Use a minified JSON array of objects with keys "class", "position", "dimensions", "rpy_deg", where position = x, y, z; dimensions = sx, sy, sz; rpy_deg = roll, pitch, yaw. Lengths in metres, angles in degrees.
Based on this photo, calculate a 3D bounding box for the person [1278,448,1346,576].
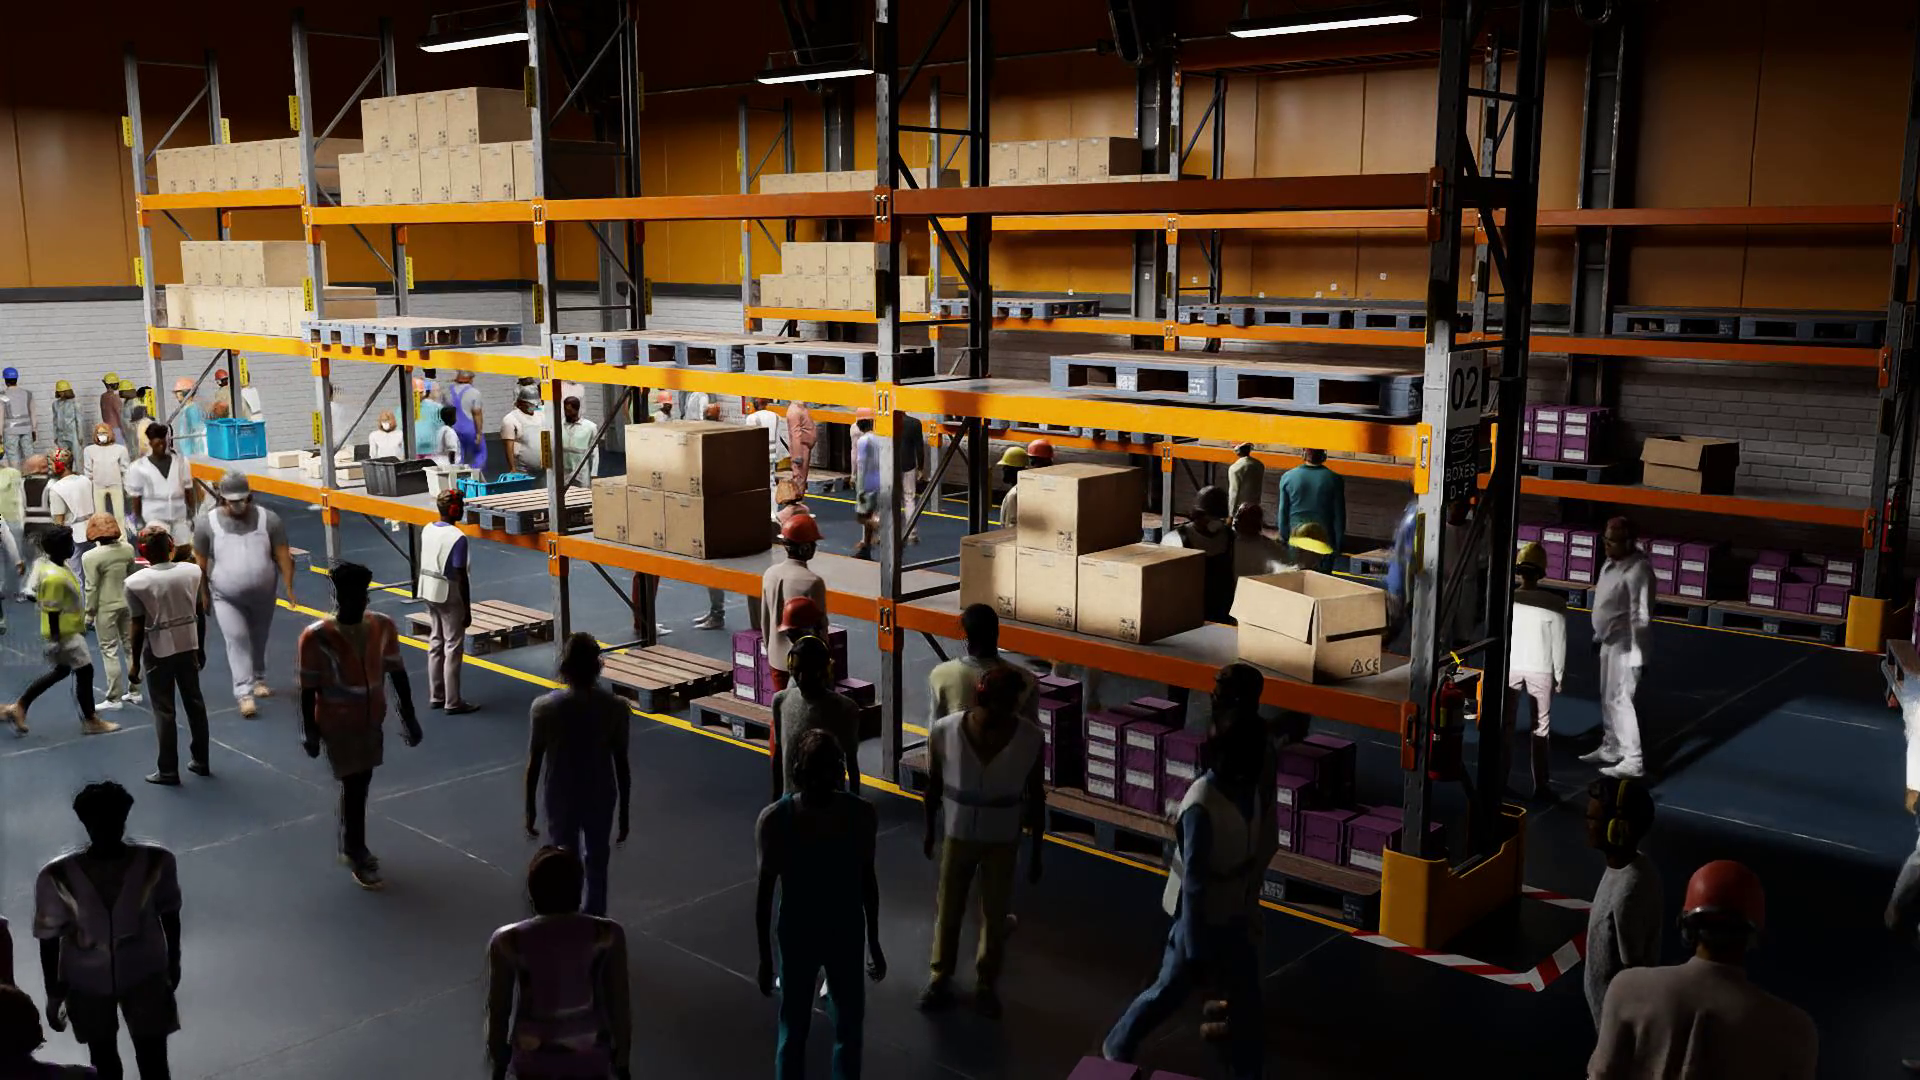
[{"class":"person","position":[3.454,-0.041,16.307],"dimensions":[0.652,1.904,0.402],"rpy_deg":[4,11,22]}]

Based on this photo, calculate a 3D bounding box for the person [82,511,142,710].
[{"class":"person","position":[-6.932,0.575,13.585],"dimensions":[0.280,1.636,0.503],"rpy_deg":[3,11,18]}]

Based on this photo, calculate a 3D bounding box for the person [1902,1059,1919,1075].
[{"class":"person","position":[4.446,1.582,7.282],"dimensions":[0.382,1.849,0.571],"rpy_deg":[5,11,24]}]

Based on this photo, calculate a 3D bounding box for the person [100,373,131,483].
[{"class":"person","position":[-13.493,-1.785,26.564],"dimensions":[0.525,1.769,0.310],"rpy_deg":[6,12,32]}]

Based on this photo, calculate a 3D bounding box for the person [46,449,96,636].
[{"class":"person","position":[-8.579,0.027,16.127],"dimensions":[0.394,1.836,0.559],"rpy_deg":[1,10,4]}]

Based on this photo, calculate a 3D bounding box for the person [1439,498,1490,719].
[{"class":"person","position":[3.911,0.474,13.247],"dimensions":[0.599,1.959,0.368],"rpy_deg":[-1,10,-6]}]

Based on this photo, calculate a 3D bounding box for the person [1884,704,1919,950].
[{"class":"person","position":[5.318,1.314,8.823],"dimensions":[0.637,1.840,0.454],"rpy_deg":[1,10,6]}]

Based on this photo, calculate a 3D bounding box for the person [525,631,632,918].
[{"class":"person","position":[-1.940,1.389,8.497],"dimensions":[0.565,1.814,0.833],"rpy_deg":[-3,10,-14]}]

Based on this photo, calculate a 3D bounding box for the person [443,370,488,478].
[{"class":"person","position":[-7.462,-1.689,25.239],"dimensions":[0.699,2.000,0.663],"rpy_deg":[3,11,18]}]

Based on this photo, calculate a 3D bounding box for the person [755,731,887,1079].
[{"class":"person","position":[-0.581,1.670,6.869],"dimensions":[0.545,1.849,0.416],"rpy_deg":[-3,10,-16]}]

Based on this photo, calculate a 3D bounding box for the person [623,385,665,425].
[{"class":"person","position":[-5.225,-2.104,27.587],"dimensions":[0.684,2.000,0.851],"rpy_deg":[-3,11,-17]}]

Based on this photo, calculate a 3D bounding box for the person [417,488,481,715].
[{"class":"person","position":[-4.147,0.503,13.449],"dimensions":[0.560,1.836,0.400],"rpy_deg":[9,13,41]}]

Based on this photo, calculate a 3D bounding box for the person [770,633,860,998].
[{"class":"person","position":[-0.746,1.380,8.414],"dimensions":[0.509,1.860,0.334],"rpy_deg":[4,11,22]}]

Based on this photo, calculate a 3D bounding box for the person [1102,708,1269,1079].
[{"class":"person","position":[1.024,1.600,7.152],"dimensions":[0.990,1.871,0.601],"rpy_deg":[8,13,37]}]

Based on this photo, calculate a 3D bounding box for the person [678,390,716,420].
[{"class":"person","position":[-4.490,-2.198,28.495],"dimensions":[0.643,1.910,0.399],"rpy_deg":[0,10,1]}]

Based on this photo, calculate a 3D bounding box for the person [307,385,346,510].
[{"class":"person","position":[-9.102,-1.323,23.755],"dimensions":[0.711,1.836,0.543],"rpy_deg":[1,10,8]}]

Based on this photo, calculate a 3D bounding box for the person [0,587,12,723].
[{"class":"person","position":[-7.793,0.622,13.145],"dimensions":[0.540,1.695,0.317],"rpy_deg":[2,10,9]}]

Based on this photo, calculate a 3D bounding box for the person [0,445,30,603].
[{"class":"person","position":[-10.160,-0.198,17.614],"dimensions":[0.522,1.762,0.337],"rpy_deg":[0,10,-1]}]

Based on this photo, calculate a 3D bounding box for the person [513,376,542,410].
[{"class":"person","position":[-7.328,-2.060,28.219],"dimensions":[0.493,1.728,0.324],"rpy_deg":[0,10,0]}]

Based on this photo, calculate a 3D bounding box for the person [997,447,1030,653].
[{"class":"person","position":[0.526,0.089,15.499],"dimensions":[0.356,1.930,0.586],"rpy_deg":[2,10,13]}]

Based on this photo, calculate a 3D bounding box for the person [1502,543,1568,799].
[{"class":"person","position":[3.883,0.894,11.409],"dimensions":[0.523,1.769,0.317],"rpy_deg":[5,11,26]}]

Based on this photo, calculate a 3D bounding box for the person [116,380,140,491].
[{"class":"person","position":[-12.726,-1.589,25.540],"dimensions":[0.485,1.737,0.320],"rpy_deg":[10,14,44]}]

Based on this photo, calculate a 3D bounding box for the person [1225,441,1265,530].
[{"class":"person","position":[3.119,-0.329,18.381],"dimensions":[0.562,1.746,0.339],"rpy_deg":[-10,14,-44]}]

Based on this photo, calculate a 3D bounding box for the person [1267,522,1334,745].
[{"class":"person","position":[2.332,0.796,11.563],"dimensions":[0.545,1.907,0.607],"rpy_deg":[9,13,41]}]

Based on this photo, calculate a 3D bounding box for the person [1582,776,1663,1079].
[{"class":"person","position":[2.397,1.779,6.119],"dimensions":[0.323,1.870,0.518],"rpy_deg":[4,11,24]}]

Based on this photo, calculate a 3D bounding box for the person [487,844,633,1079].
[{"class":"person","position":[-1.457,1.920,6.077],"dimensions":[0.519,1.594,0.871],"rpy_deg":[-3,10,-14]}]

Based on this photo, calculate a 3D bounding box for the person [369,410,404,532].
[{"class":"person","position":[-7.575,-0.929,22.140],"dimensions":[0.501,1.620,0.427],"rpy_deg":[-2,10,-11]}]

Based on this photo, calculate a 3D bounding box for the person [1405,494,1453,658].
[{"class":"person","position":[4.036,0.309,14.277],"dimensions":[0.368,1.932,0.625],"rpy_deg":[-5,11,-28]}]

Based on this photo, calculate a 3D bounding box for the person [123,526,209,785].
[{"class":"person","position":[-5.551,0.810,11.686],"dimensions":[0.388,1.838,0.563],"rpy_deg":[7,12,33]}]

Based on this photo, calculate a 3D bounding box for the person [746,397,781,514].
[{"class":"person","position":[-2.638,-1.068,22.200],"dimensions":[0.358,1.879,0.565],"rpy_deg":[9,13,41]}]

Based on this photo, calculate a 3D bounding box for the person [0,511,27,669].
[{"class":"person","position":[-8.792,0.234,14.913],"dimensions":[0.690,1.833,0.945],"rpy_deg":[-3,11,-18]}]

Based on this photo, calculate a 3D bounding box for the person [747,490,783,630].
[{"class":"person","position":[-1.727,0.352,14.328],"dimensions":[0.403,1.823,0.590],"rpy_deg":[-5,11,-26]}]

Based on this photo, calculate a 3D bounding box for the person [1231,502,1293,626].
[{"class":"person","position":[2.167,0.653,12.502],"dimensions":[0.657,1.870,0.949],"rpy_deg":[-1,10,-8]}]

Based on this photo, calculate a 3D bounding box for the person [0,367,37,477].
[{"class":"person","position":[-14.365,-1.651,25.306],"dimensions":[0.406,1.945,0.623],"rpy_deg":[6,12,31]}]
